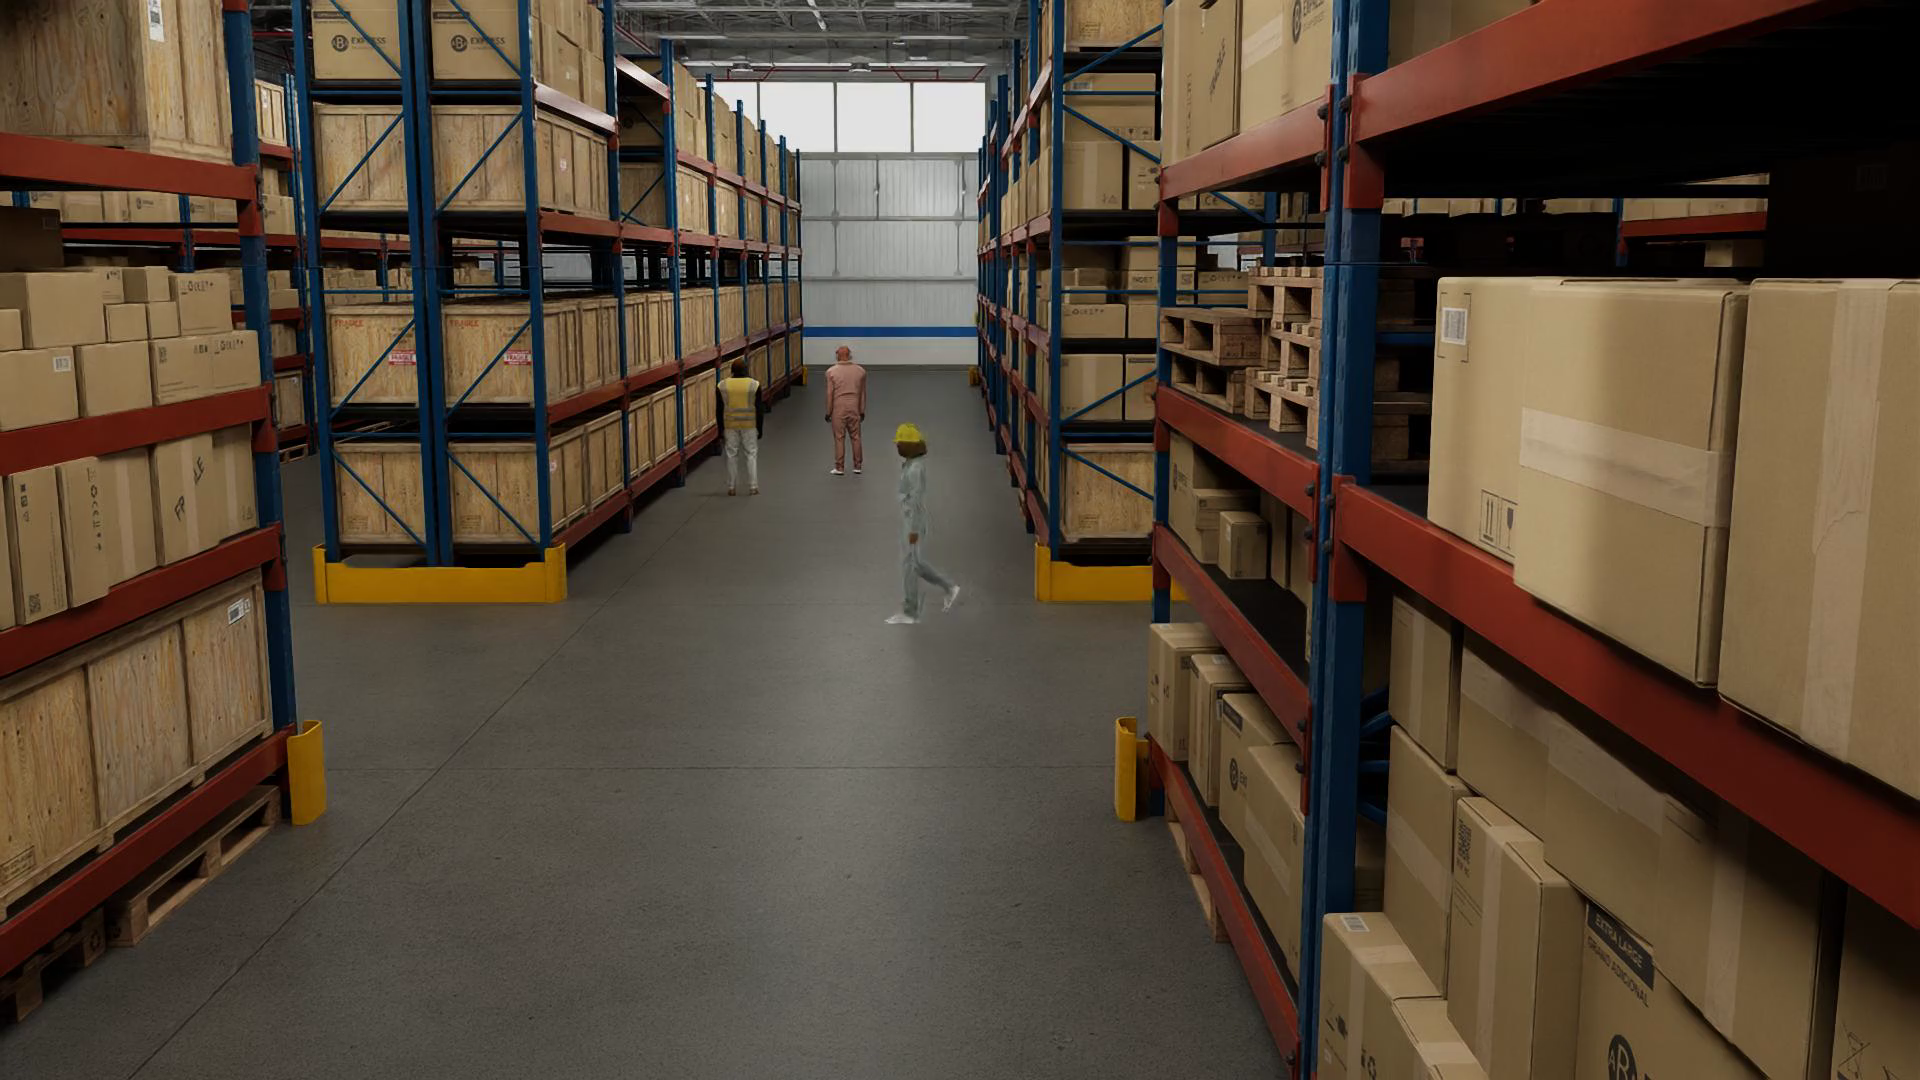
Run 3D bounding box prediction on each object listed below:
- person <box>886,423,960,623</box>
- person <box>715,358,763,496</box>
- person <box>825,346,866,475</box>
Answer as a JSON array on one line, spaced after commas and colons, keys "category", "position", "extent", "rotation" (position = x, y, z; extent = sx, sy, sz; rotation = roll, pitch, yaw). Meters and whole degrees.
[{"category": "person", "position": [-0.327, -0.140, 14.229], "extent": [0.557, 1.730, 0.490], "rotation": [-1, 9, -4]}, {"category": "person", "position": [-2.946, -1.508, 22.281], "extent": [0.625, 1.843, 0.430], "rotation": [0, 9, -3]}, {"category": "person", "position": [-1.706, -1.910, 24.560], "extent": [0.642, 1.905, 0.399], "rotation": [-4, 10, -25]}]
